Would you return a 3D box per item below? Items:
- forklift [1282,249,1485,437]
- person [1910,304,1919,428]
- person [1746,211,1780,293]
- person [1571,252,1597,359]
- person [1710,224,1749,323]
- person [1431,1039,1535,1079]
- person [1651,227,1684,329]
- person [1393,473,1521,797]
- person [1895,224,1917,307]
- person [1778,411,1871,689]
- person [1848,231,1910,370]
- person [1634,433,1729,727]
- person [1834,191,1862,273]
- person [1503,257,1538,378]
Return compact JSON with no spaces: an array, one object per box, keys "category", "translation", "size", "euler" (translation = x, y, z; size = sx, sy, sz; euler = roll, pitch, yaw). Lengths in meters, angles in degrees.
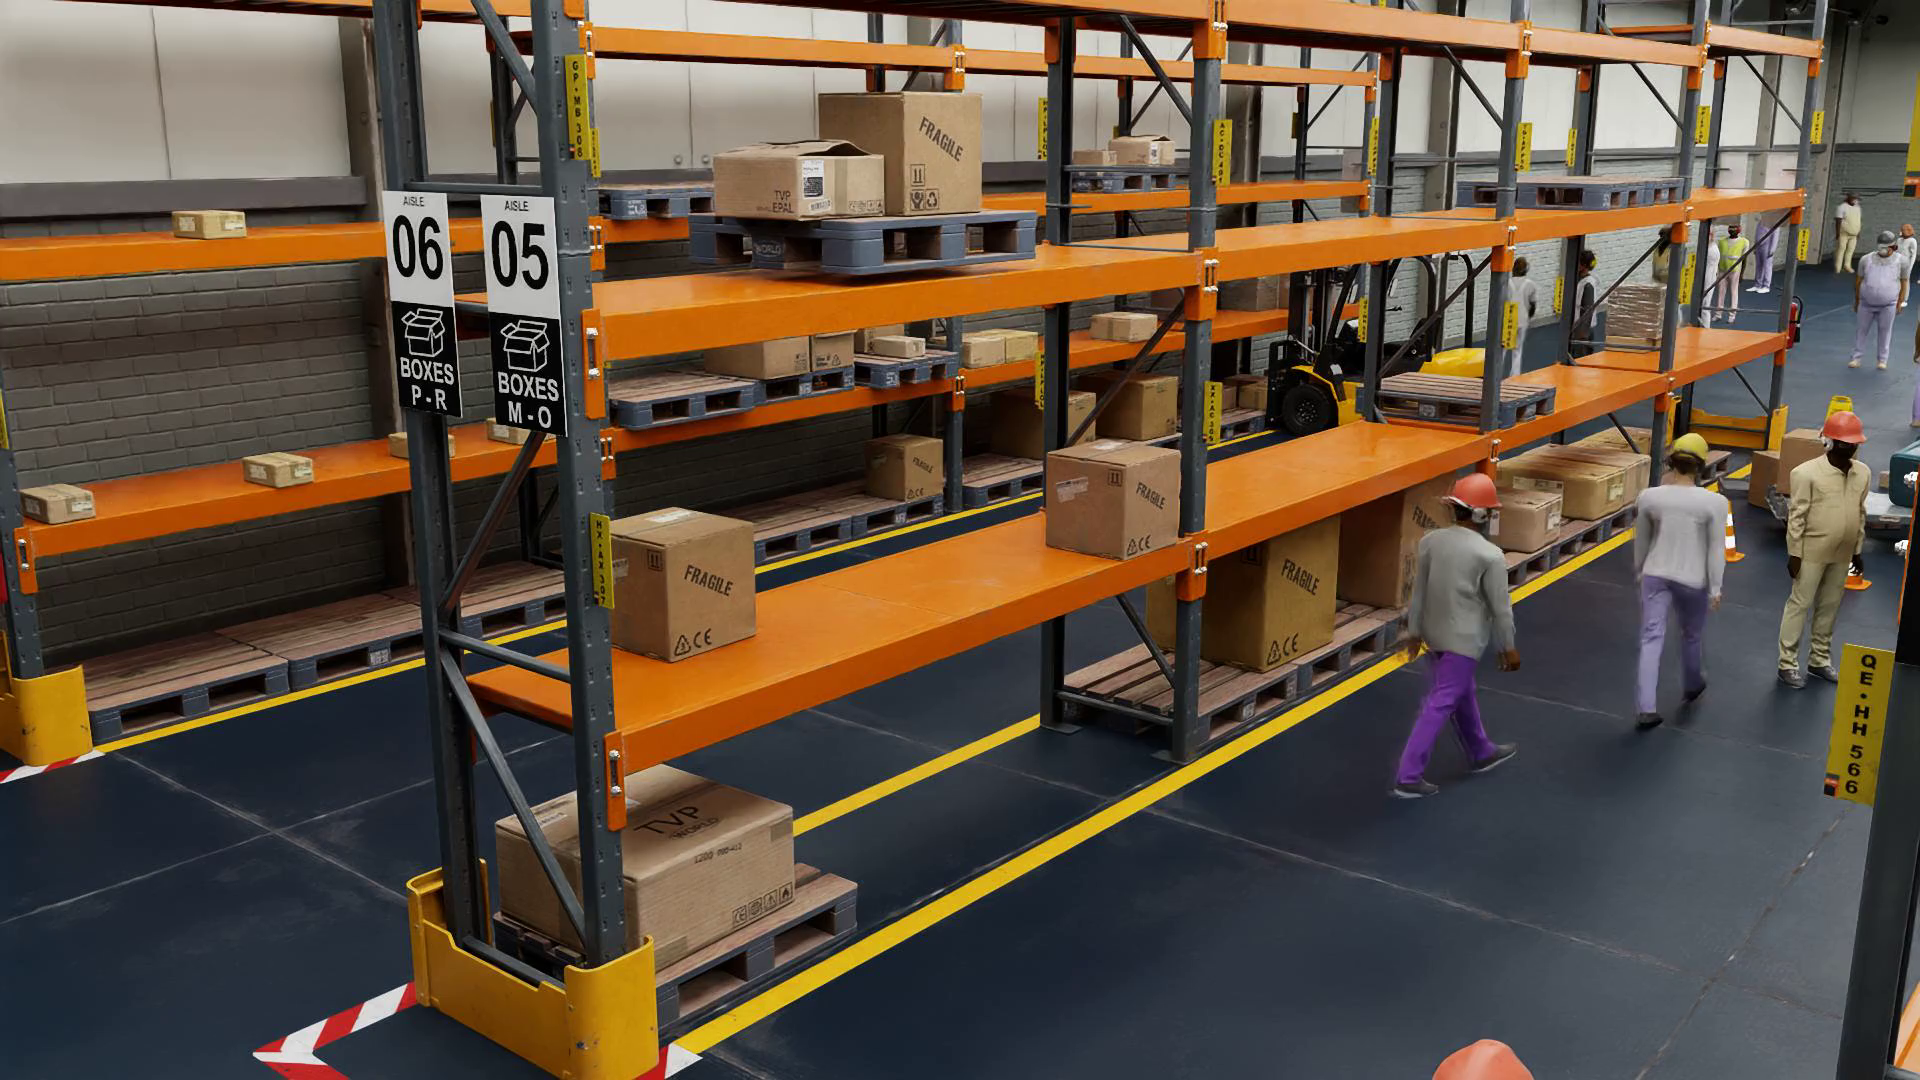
[{"category":"forklift","translation":[4.886,-2.214,18.767],"size":[2.313,2.155,1.214],"euler":[11,18,38]},{"category":"person","translation":[11.456,-2.214,19.486],"size":[0.508,1.846,0.345],"euler":[9,17,34]},{"category":"person","translation":[17.441,-6.320,36.087],"size":[0.399,1.905,0.642],"euler":[-2,14,-7]},{"category":"person","translation":[8.065,-2.781,21.646],"size":[0.376,1.915,0.599],"euler":[1,14,4]},{"category":"person","translation":[14.071,-4.894,30.390],"size":[0.389,1.850,0.567],"euler":[-12,18,-40]},{"category":"person","translation":[0.977,1.809,3.300],"size":[0.573,1.747,0.339],"euler":[4,14,17]},{"category":"person","translation":[12.480,-4.617,29.382],"size":[0.912,1.806,0.622],"euler":[-8,16,-28]},{"category":"person","translation":[2.659,0.496,8.735],"size":[0.909,1.702,0.560],"euler":[-6,15,-22]},{"category":"person","translation":[18.836,-5.478,33.217],"size":[0.285,1.631,0.501],"euler":[-3,14,-12]},{"category":"person","translation":[5.433,0.058,10.423],"size":[0.559,1.752,0.326],"euler":[-4,14,-15]},{"category":"person","translation":[13.491,-3.524,24.418],"size":[0.683,2.000,0.536],"euler":[9,17,34]},{"category":"person","translation":[4.250,0.220,9.847],"size":[0.536,1.702,0.943],"euler":[10,17,35]},{"category":"person","translation":[21.911,-7.603,41.026],"size":[0.723,2.000,0.535],"euler":[-5,15,-18]},{"category":"person","translation":[7.354,-2.843,22.118],"size":[0.544,1.811,0.505],"euler":[3,14,13]}]
